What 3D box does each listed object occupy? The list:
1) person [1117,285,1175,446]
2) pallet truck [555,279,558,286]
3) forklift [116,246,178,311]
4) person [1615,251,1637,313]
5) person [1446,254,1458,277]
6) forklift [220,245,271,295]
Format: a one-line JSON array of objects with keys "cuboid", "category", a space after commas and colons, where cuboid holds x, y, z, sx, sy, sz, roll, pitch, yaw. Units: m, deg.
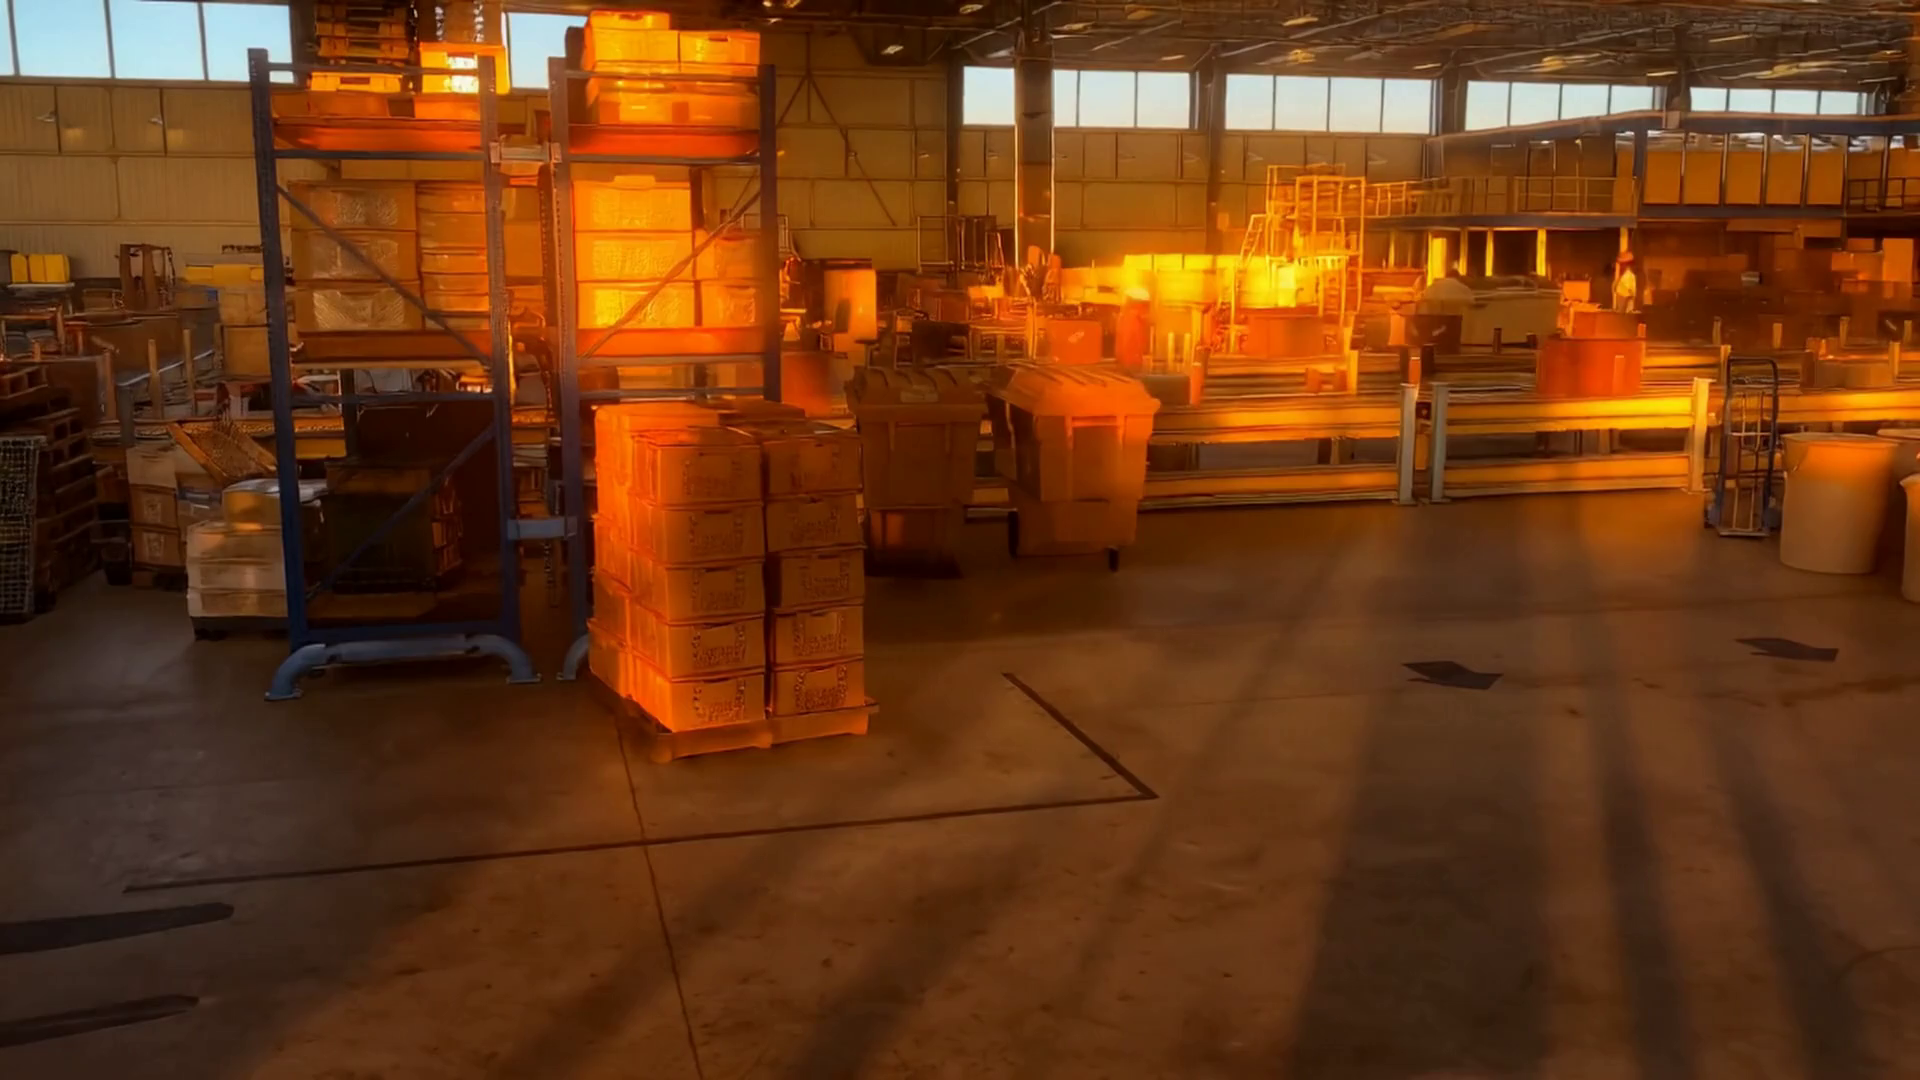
[{"cuboid": [1.812, -1.849, 17.708, 0.893, 1.725, 0.533, -1, 10, -7], "category": "person"}, {"cuboid": [-10.604, -6.375, 44.520, 0.653, 1.274, 1.630, -3, 10, -15], "category": "pallet truck"}, {"cuboid": [-19.966, -6.232, 40.894, 1.157, 1.987, 2.680, -3, 10, -15], "category": "forklift"}, {"cuboid": [11.547, -3.998, 28.953, 0.370, 2.047, 0.612, 4, 11, 23], "category": "person"}, {"cuboid": [15.918, -8.304, 53.837, 0.579, 1.879, 0.360, -9, 13, -40], "category": "person"}, {"cuboid": [-17.749, -6.334, 41.440, 1.157, 1.987, 2.680, -3, 10, -17], "category": "forklift"}]
